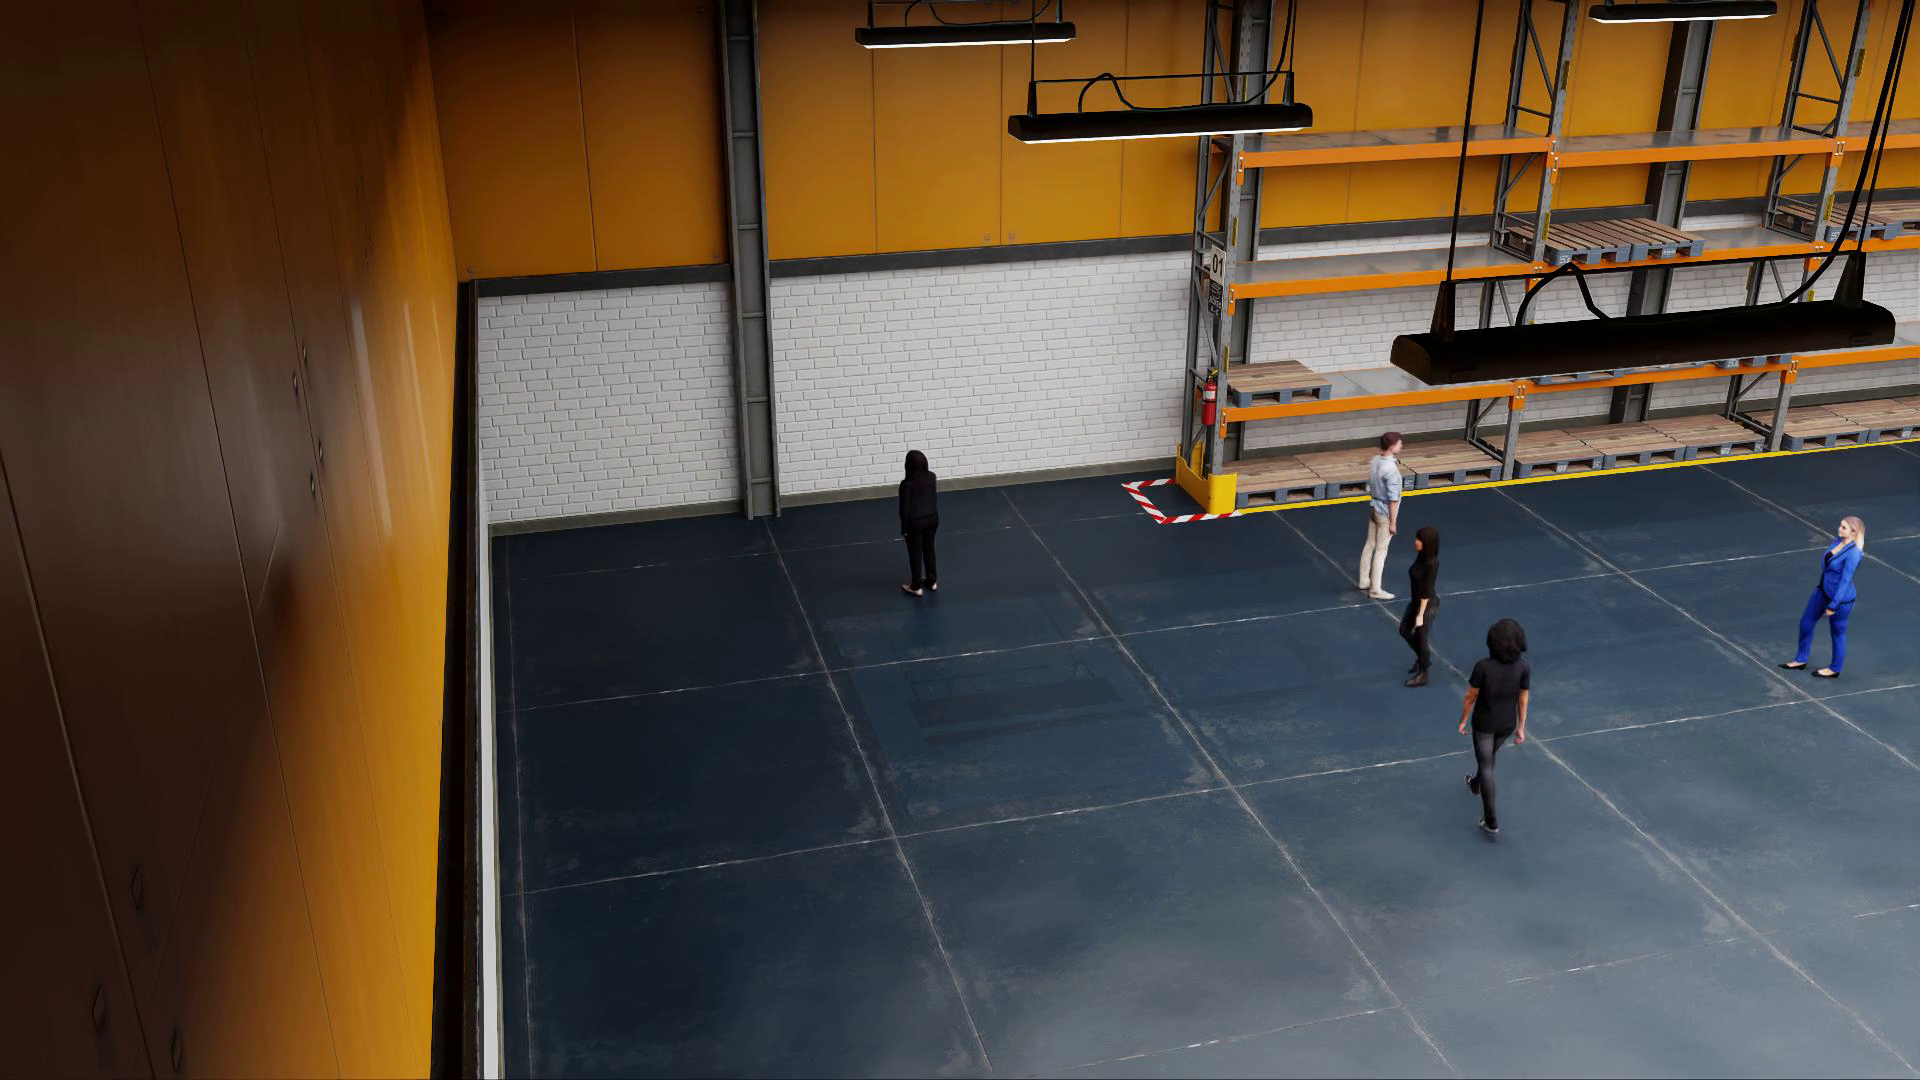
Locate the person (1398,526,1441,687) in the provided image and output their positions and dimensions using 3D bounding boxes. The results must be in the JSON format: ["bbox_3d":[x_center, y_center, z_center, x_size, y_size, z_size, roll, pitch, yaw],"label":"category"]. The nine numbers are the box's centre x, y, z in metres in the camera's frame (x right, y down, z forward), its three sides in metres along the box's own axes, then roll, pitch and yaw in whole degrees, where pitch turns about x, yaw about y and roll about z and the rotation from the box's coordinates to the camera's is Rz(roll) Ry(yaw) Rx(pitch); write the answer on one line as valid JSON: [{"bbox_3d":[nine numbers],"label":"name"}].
[{"bbox_3d":[4.499,0.632,15.877,0.620,1.628,0.607,-4,24,-8],"label":"person"}]

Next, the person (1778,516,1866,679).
[{"bbox_3d":[8.494,0.566,15.958,0.874,1.685,0.779,1,24,2],"label":"person"}]

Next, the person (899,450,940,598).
[{"bbox_3d":[-0.423,-0.193,17.785,0.721,1.613,0.813,-21,31,-39],"label":"person"}]

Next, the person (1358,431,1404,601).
[{"bbox_3d":[4.490,-0.286,17.706,0.541,1.846,0.661,-4,24,-10],"label":"person"}]

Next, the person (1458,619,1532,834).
[{"bbox_3d":[4.377,1.539,13.599,1.138,1.791,0.904,0,24,0],"label":"person"}]
